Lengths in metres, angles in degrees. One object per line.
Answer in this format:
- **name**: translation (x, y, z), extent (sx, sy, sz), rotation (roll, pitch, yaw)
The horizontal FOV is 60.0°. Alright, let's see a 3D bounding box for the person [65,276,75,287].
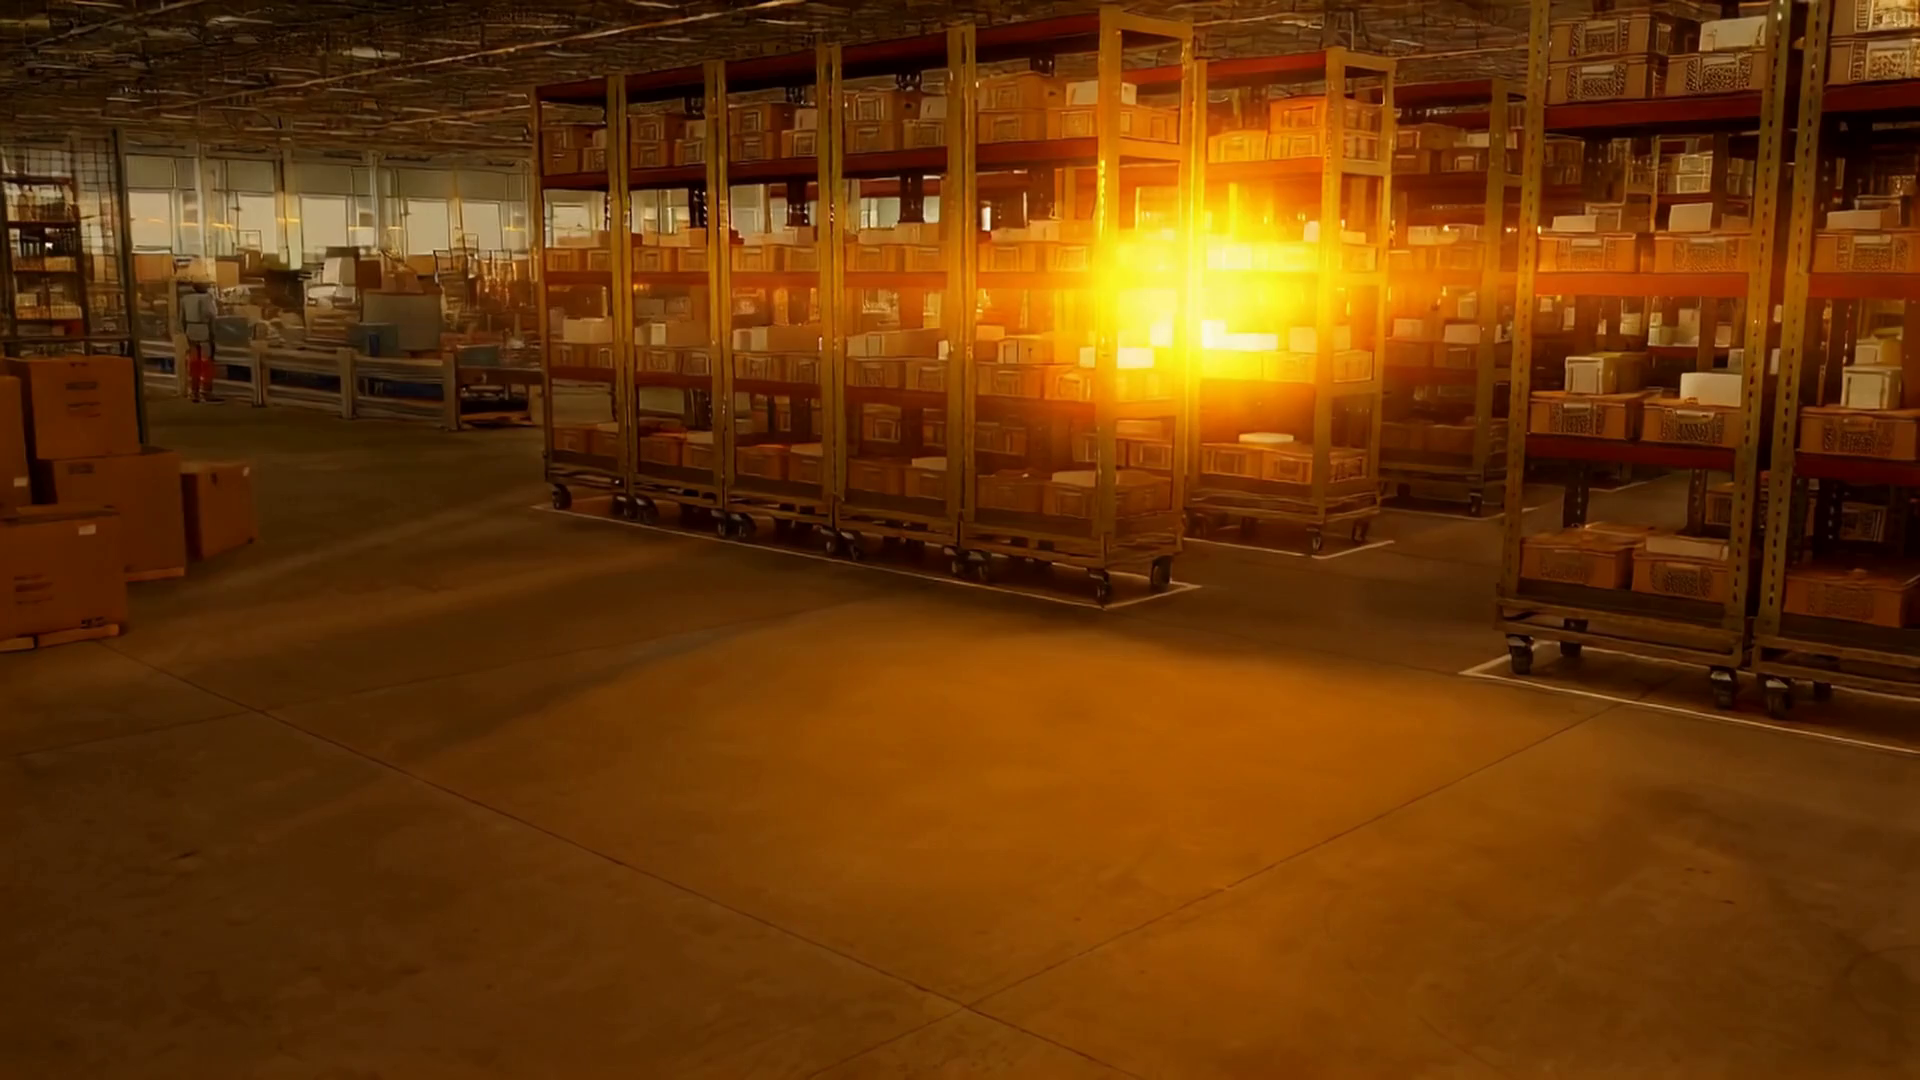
- **person**: translation (-41.425, -11.528, 77.534), extent (0.623, 1.937, 0.421), rotation (-4, 10, -24)

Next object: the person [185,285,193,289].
- **person**: translation (-27.049, -8.382, 58.479), extent (0.503, 1.862, 0.328), rotation (5, 10, 26)

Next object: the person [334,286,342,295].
- **person**: translation (-21.660, -8.315, 58.112), extent (0.864, 1.846, 0.523), rotation (-6, 11, -32)

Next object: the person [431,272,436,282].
- **person**: translation (-28.255, -13.498, 89.692), extent (0.846, 1.915, 0.551), rotation (-8, 13, -42)

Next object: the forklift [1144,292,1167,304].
- **forklift**: translation (7.203, -9.665, 63.202), extent (1.873, 2.768, 1.129), rotation (9, 13, 43)

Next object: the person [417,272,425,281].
- **person**: translation (-27.645, -12.755, 85.185), extent (0.924, 1.881, 0.616), rotation (2, 10, 13)

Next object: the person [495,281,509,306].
- **person**: translation (-16.108, -8.301, 58.492), extent (0.537, 1.693, 0.319), rotation (5, 11, 29)

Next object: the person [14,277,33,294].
- **person**: translation (-29.850, -7.539, 53.098), extent (0.539, 1.930, 0.386), rotation (-9, 13, -44)

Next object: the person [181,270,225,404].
- **person**: translation (-11.654, -3.109, 25.562), extent (0.606, 2.045, 0.389), rotation (5, 10, 27)

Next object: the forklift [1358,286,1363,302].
- **forklift**: translation (11.100, -7.017, 46.970), extent (1.873, 2.768, 1.129), rotation (9, 13, 43)

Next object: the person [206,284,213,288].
- **person**: translation (-33.765, -10.946, 74.348), extent (0.943, 1.792, 0.641), rotation (3, 10, 19)

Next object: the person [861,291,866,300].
- **person**: translation (-3.587, -9.087, 62.470), extent (0.643, 1.965, 0.796), rotation (-4, 10, -21)

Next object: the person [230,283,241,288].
- **person**: translation (-27.259, -9.083, 62.577), extent (0.591, 1.920, 0.392), rotation (5, 10, 27)

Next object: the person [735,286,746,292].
- **person**: translation (-8.393, -9.131, 62.496), extent (0.688, 2.000, 0.539), rotation (-1, 9, -7)

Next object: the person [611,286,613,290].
- **person**: translation (-12.727, -8.688, 60.759), extent (0.925, 1.710, 0.548), rotation (-2, 10, -14)

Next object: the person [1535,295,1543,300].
- **person**: translation (10.899, -4.064, 31.722), extent (0.621, 1.935, 0.427), rotation (-6, 11, -33)

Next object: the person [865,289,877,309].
- **person**: translation (-3.140, -8.505, 59.549), extent (0.599, 1.745, 0.543), rotation (9, 13, 43)

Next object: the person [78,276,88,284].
- **person**: translation (-42.314, -11.910, 80.148), extent (0.624, 1.844, 0.430), rotation (-4, 10, -25)

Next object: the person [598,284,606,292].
- **person**: translation (-13.446, -9.090, 62.557), extent (0.379, 1.938, 0.547), rotation (2, 9, 11)

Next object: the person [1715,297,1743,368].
- **person**: translation (10.559, -2.589, 23.219), extent (0.929, 1.781, 0.661), rotation (4, 10, 26)
